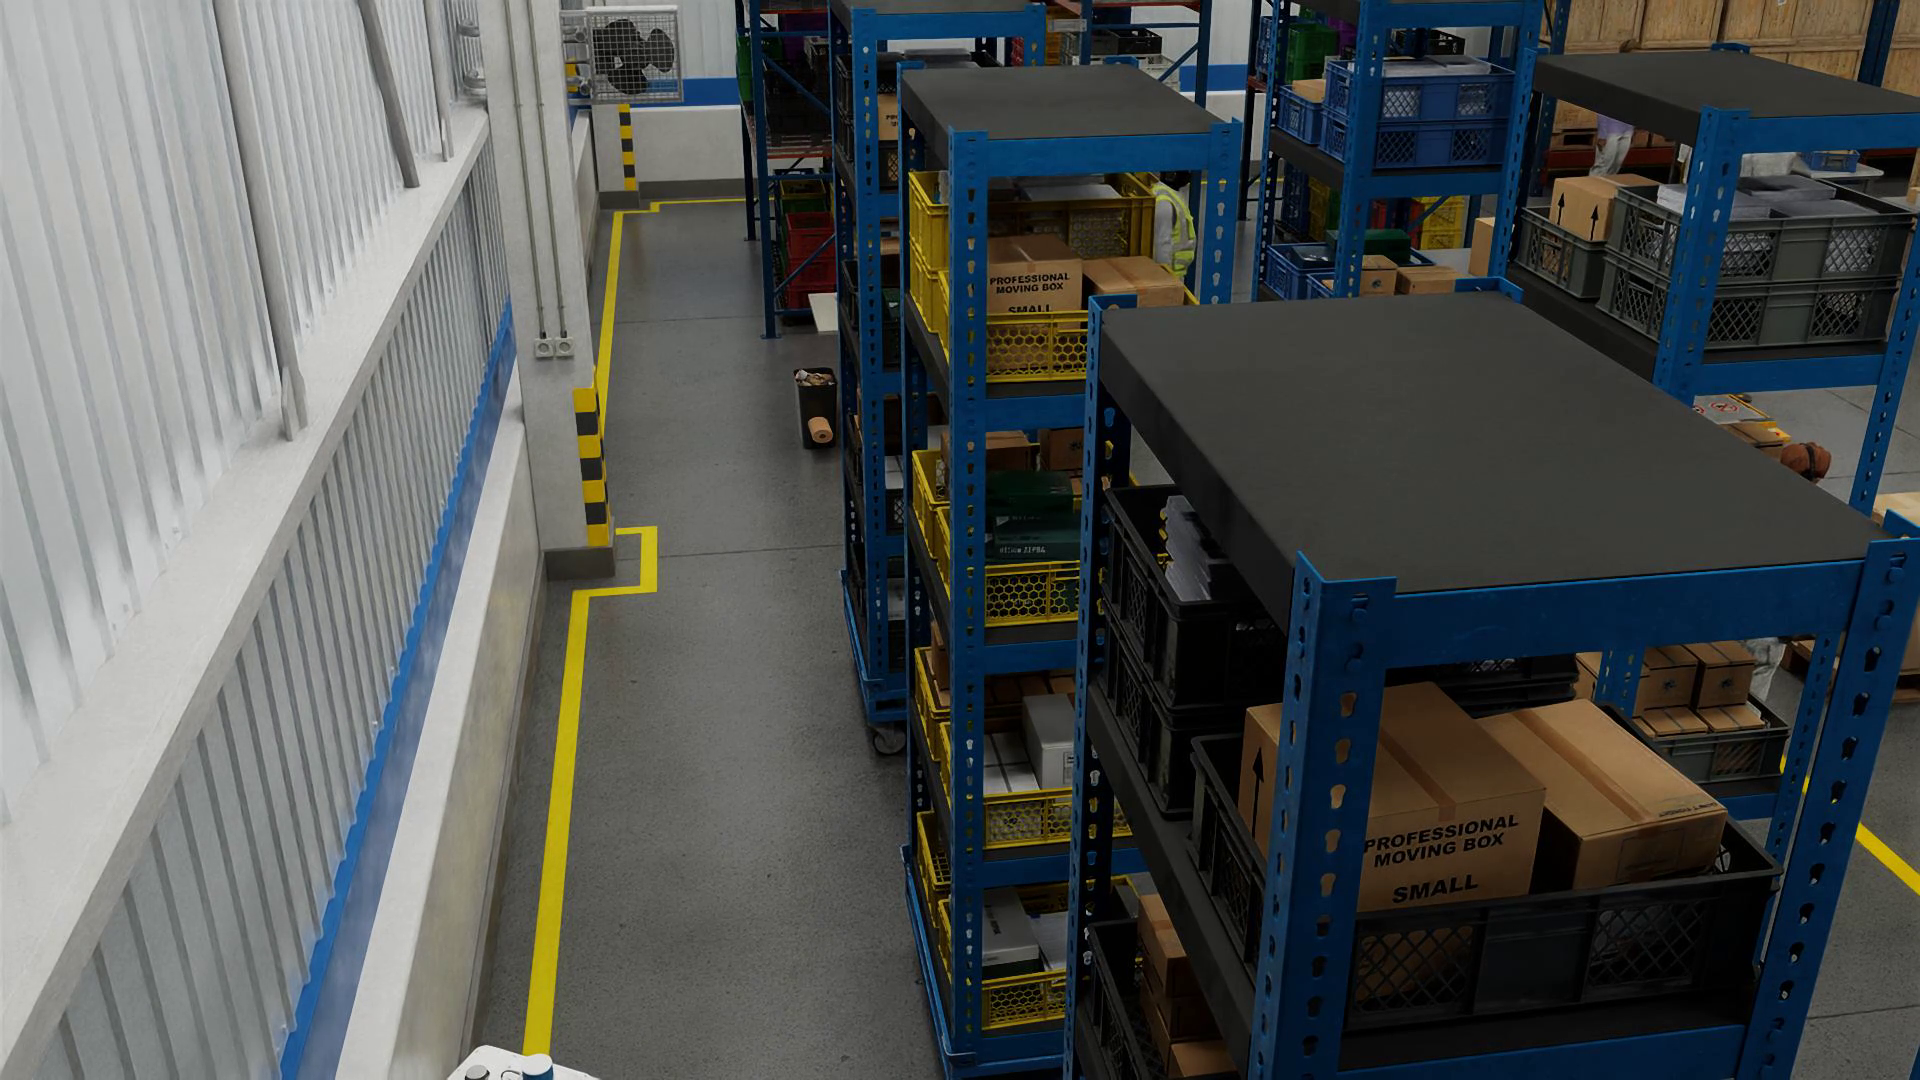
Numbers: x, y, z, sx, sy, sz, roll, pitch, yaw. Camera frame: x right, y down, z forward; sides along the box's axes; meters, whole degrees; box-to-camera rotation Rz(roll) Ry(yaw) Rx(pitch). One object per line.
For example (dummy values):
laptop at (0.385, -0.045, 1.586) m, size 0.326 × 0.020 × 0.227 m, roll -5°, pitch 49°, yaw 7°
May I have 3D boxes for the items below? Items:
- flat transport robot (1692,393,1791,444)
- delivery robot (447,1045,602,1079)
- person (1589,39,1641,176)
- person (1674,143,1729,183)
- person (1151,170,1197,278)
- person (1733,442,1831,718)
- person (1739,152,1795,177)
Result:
flat transport robot at (5.224, -0.859, 12.132) m, size 1.431 × 0.197 × 0.652 m, roll -4°, pitch 25°, yaw -8°
delivery robot at (-1.399, 1.946, 5.590) m, size 0.707 × 0.478 × 0.477 m, roll 9°, pitch 26°, yaw 20°
person at (6.984, -4.336, 17.712) m, size 0.630 × 1.940 × 0.373 m, roll -18°, pitch 30°, yaw -34°
person at (7.513, -3.874, 16.776) m, size 0.582 × 1.880 × 0.351 m, roll -3°, pitch 25°, yaw -6°
person at (1.627, -2.126, 13.022) m, size 0.429 × 1.841 × 0.634 m, roll 4°, pitch 25°, yaw 8°
person at (3.871, 0.296, 8.007) m, size 0.310 × 1.631 × 0.511 m, roll -4°, pitch 25°, yaw -8°
person at (6.888, -2.751, 14.355) m, size 0.518 × 1.865 × 0.330 m, roll -4°, pitch 25°, yaw -9°
